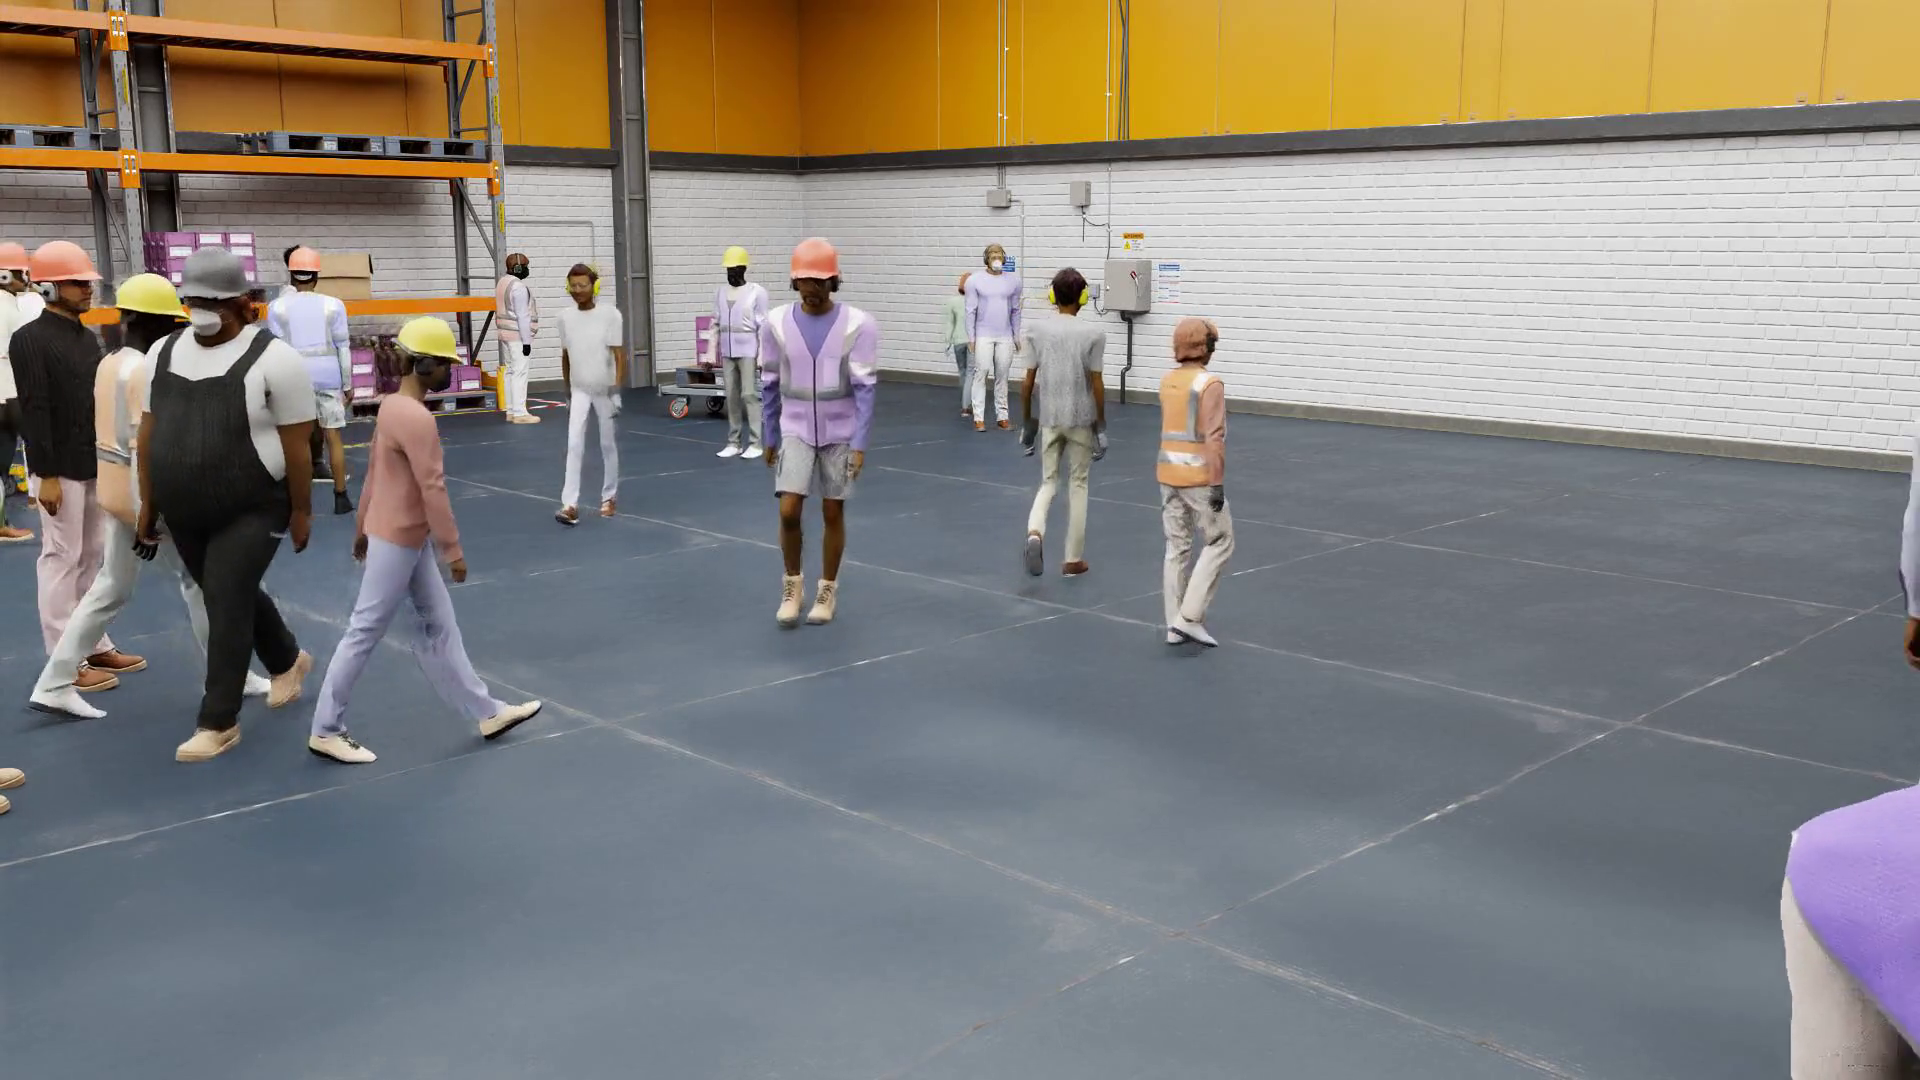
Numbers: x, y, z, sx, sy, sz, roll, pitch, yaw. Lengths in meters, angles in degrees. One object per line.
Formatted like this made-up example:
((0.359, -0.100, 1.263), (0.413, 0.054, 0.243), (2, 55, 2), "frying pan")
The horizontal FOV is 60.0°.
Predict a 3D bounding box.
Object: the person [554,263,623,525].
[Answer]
((-2.604, -1.008, 11.661), (0.508, 1.820, 0.966), (1, 10, 3), "person")

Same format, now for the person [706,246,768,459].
((-2.007, -1.706, 15.166), (0.610, 1.926, 0.370), (6, 12, 31), "person")

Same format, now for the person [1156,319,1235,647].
((1.131, -0.276, 8.212), (0.381, 1.612, 0.543), (-6, 12, -29), "person")

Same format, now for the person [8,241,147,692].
((-3.969, -0.331, 7.469), (0.379, 1.996, 0.609), (0, 10, -2), "person")

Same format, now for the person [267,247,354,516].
((-4.678, -1.136, 12.020), (0.545, 1.938, 0.355), (-4, 11, -19), "person")

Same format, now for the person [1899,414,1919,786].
((2.945, 0.230, 4.662), (0.436, 1.953, 0.637), (-6, 12, -30), "person")

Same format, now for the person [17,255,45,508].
((-6.784, -1.160, 12.339), (0.574, 1.876, 0.340), (2, 11, 13), "person")

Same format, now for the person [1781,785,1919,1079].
((1.087, 0.843, 1.650), (0.574, 1.779, 0.893), (1, 10, 8), "person")

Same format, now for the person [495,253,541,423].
((-4.772, -2.176, 17.992), (0.430, 1.836, 0.619), (-7, 13, -34), "person")

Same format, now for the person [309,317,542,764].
((-2.137, -0.004, 6.468), (0.913, 1.699, 0.553), (-5, 11, -24), "person")

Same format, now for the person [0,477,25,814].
((-3.570, 0.050, 5.817), (0.429, 1.843, 0.631), (-3, 11, -18), "person")

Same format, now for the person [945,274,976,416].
((0.109, -2.220, 18.891), (0.524, 1.584, 0.870), (3, 11, 17), "person")

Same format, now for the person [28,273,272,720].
((-3.471, -0.177, 6.996), (0.993, 1.874, 0.588), (-10, 14, -43), "person")

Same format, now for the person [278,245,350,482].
((-5.388, -1.406, 13.468), (0.654, 1.949, 0.631), (-2, 11, -11), "person")

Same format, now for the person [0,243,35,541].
((-6.148, -0.963, 10.985), (0.811, 1.962, 0.634), (-6, 12, -31), "person")

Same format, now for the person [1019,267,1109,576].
((0.602, -0.664, 9.718), (0.515, 1.844, 0.643), (4, 11, 20), "person")

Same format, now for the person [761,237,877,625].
((-0.724, -0.529, 8.511), (0.610, 2.009, 0.608), (0, 10, 3), "person")

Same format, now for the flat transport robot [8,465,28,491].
((-7.744, -0.414, 12.633), (0.652, 0.197, 1.431), (2, 11, 13), "flat transport robot")

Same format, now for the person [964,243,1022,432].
((0.348, -2.087, 17.202), (0.632, 1.940, 0.372), (-4, 11, -19), "person")

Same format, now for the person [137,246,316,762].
((-2.925, -0.219, 6.740), (0.692, 2.000, 0.987), (2, 11, 13), "person")
